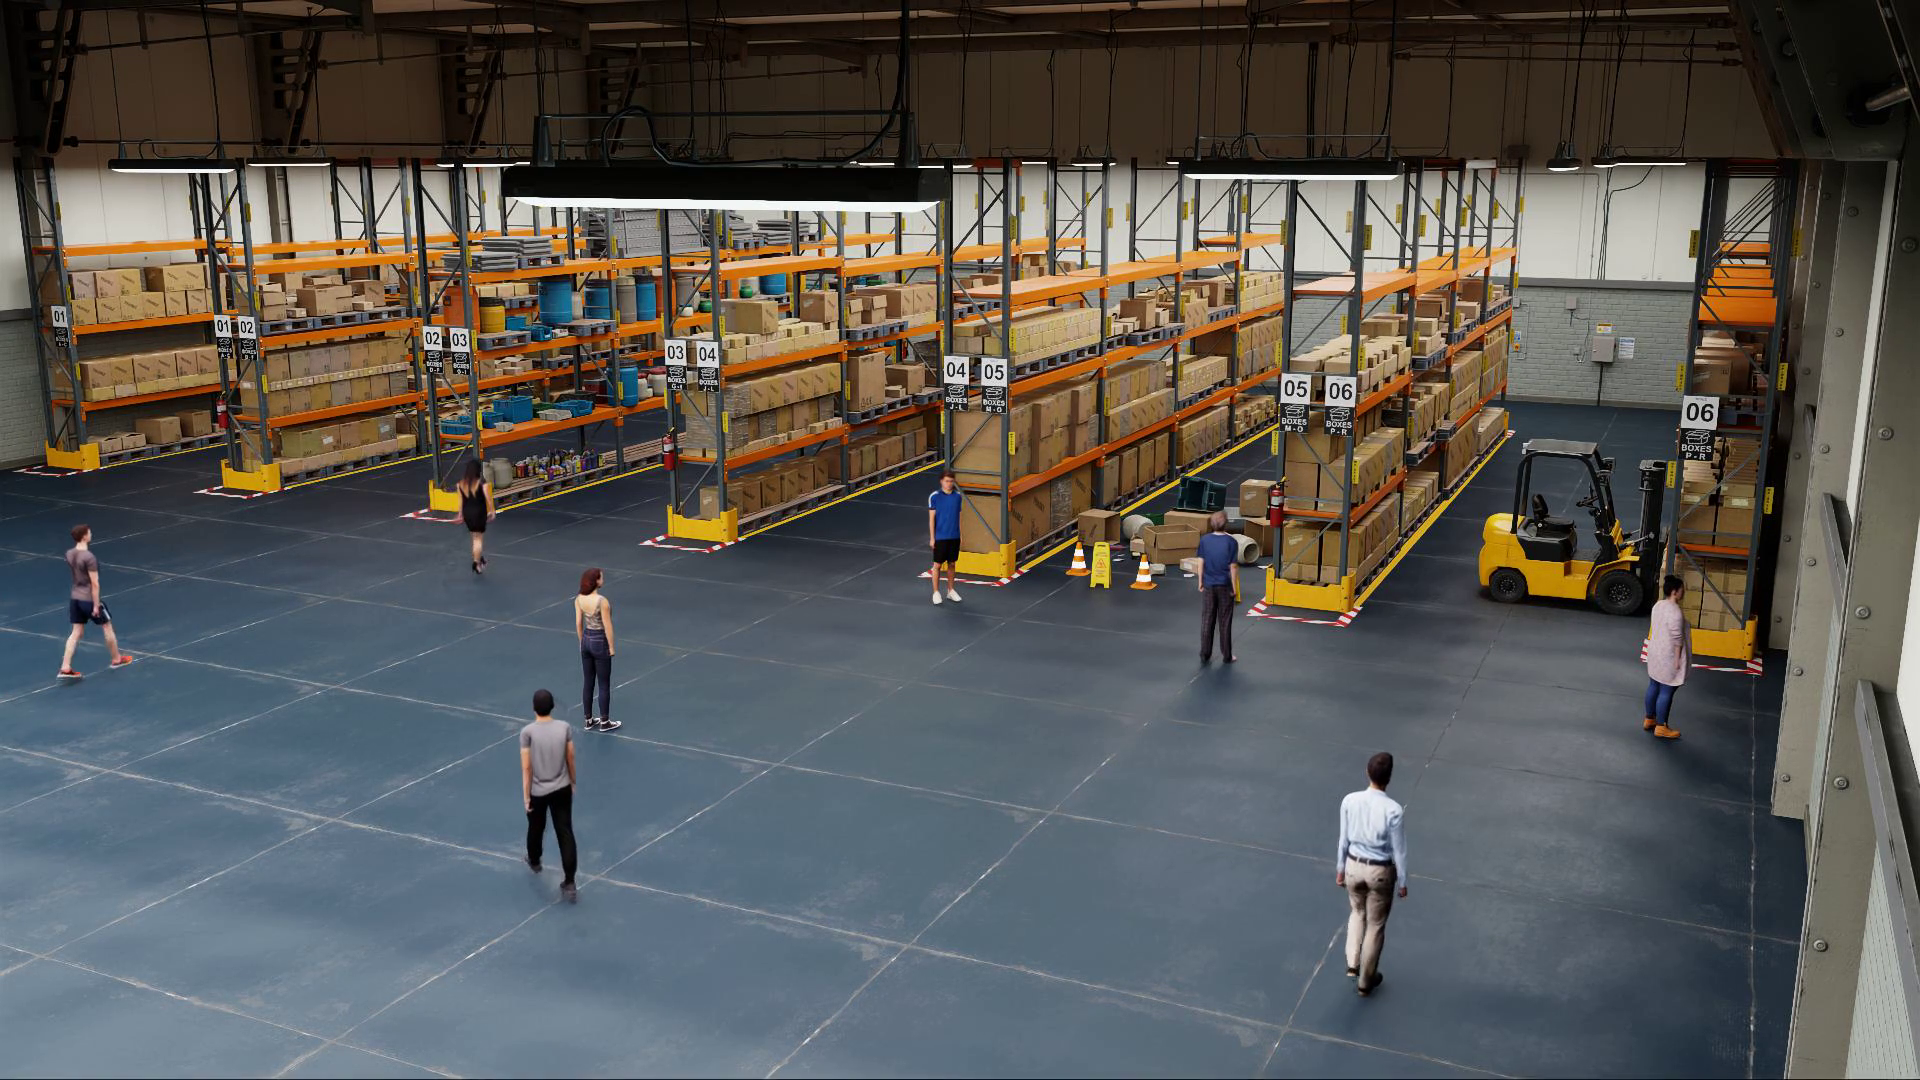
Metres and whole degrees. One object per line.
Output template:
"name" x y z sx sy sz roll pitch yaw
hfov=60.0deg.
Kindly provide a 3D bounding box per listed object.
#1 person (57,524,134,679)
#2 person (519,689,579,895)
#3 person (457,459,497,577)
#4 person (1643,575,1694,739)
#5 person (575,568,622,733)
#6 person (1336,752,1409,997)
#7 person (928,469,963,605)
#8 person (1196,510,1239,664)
"person" -10.320 0.756 19.491 0.722 1.808 1.202 5 14 19
"person" -3.388 2.122 13.818 1.190 1.707 1.144 -7 15 -29
"person" -7.128 -0.311 24.350 0.779 1.695 0.940 3 13 11
"person" 7.500 1.213 17.661 0.848 1.743 0.731 -1 13 -2
"person" -3.908 1.162 17.828 0.610 1.769 0.542 7 15 26
"person" 2.951 2.456 12.092 0.703 1.836 0.674 9 16 34
"person" -0.198 -0.069 22.924 0.718 1.868 0.798 -6 14 -25
"person" 3.136 0.560 20.201 0.650 1.871 0.522 6 14 24
